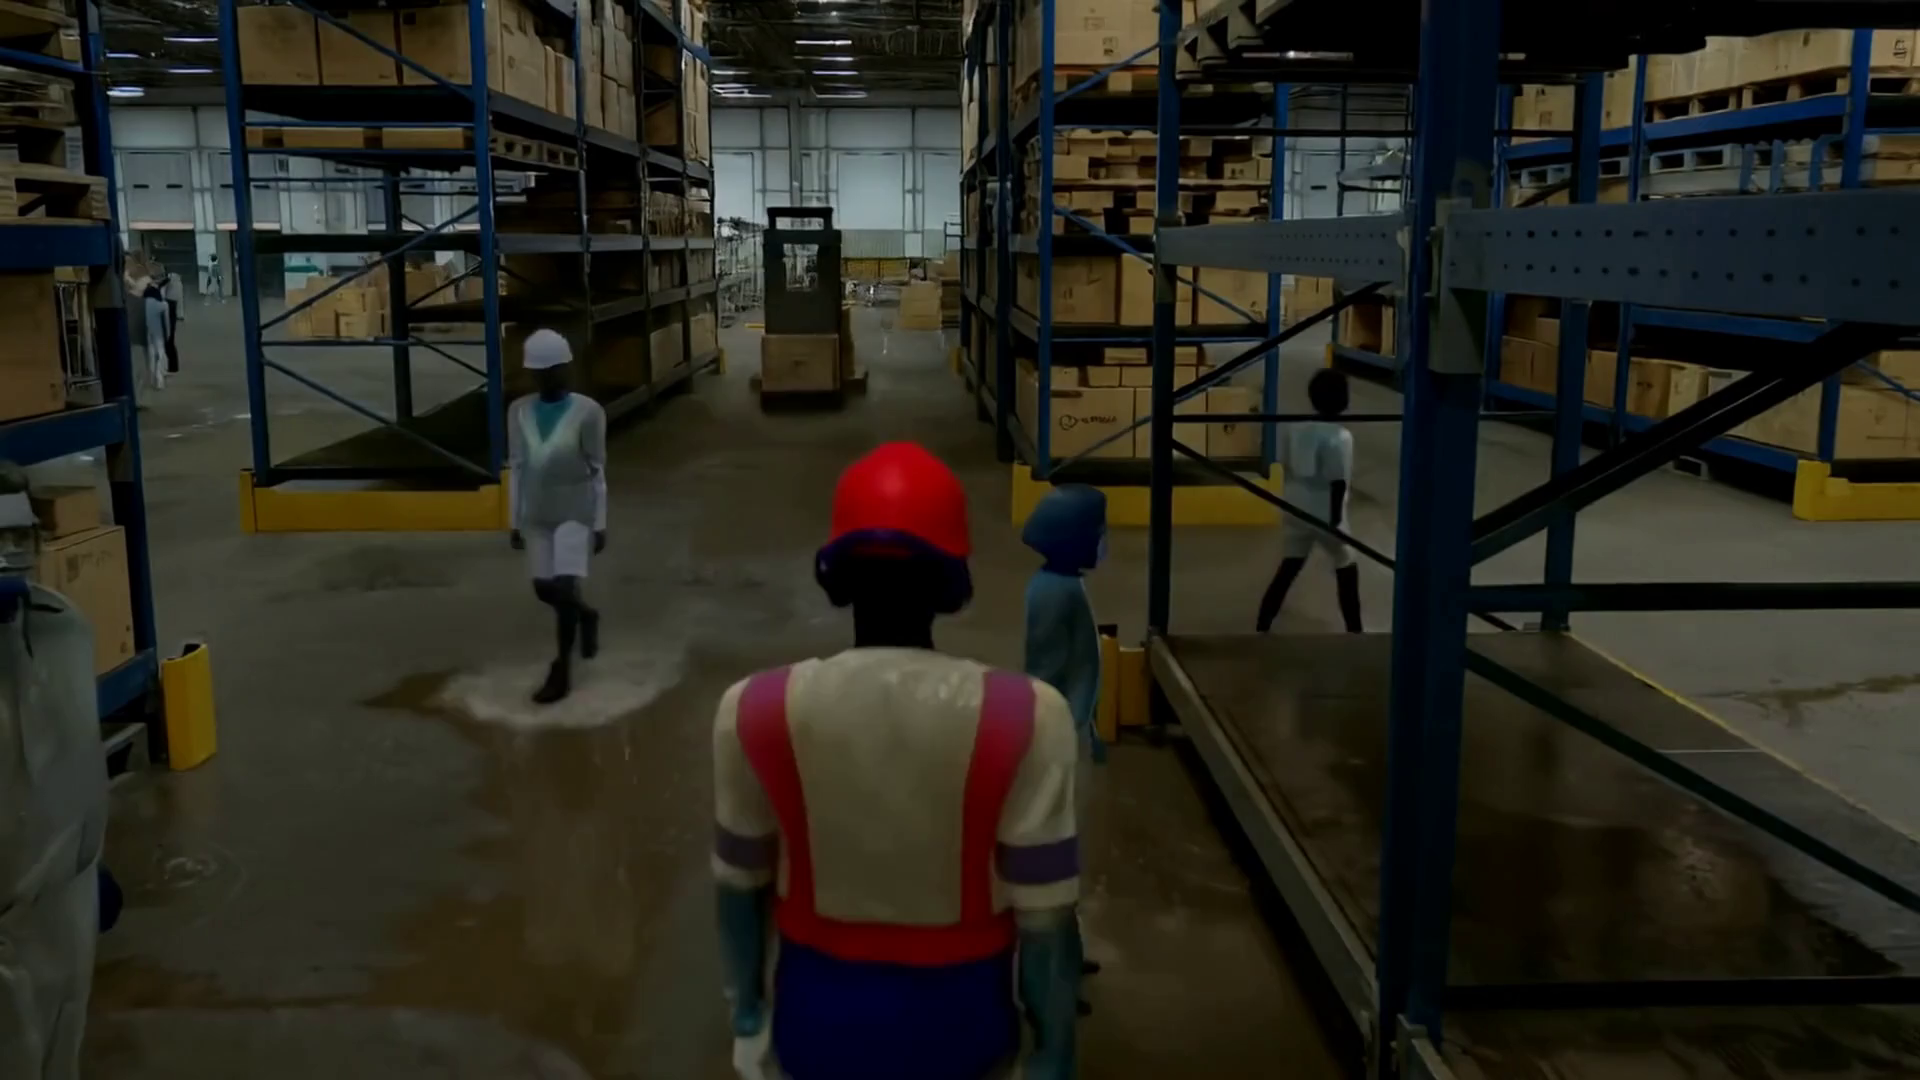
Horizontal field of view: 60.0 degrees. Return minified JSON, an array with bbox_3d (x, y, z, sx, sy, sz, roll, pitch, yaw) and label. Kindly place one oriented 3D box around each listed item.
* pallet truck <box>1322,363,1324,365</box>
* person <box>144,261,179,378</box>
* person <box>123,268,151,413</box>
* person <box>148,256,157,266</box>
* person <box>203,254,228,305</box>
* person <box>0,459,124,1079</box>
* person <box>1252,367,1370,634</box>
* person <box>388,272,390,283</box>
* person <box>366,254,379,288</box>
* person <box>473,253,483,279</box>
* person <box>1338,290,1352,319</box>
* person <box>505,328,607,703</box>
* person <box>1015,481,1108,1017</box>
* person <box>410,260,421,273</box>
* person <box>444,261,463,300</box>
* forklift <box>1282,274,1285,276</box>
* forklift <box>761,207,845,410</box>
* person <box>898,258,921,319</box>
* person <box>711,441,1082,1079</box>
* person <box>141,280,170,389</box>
[{"bbox_3d":[7.712,-4.157,30.737,1.885,1.965,0.823,3,11,16],"label":"pallet truck"},{"bbox_3d":[-13.832,-3.820,28.743,0.679,2.000,0.536,6,12,30],"label":"person"},{"bbox_3d":[-11.333,-2.697,22.620,0.400,1.989,0.623,9,13,41],"label":"person"},{"bbox_3d":[-28.439,-9.111,58.770,0.627,1.843,0.429,4,11,20],"label":"person"},{"bbox_3d":[-27.558,-9.602,61.343,0.624,1.912,0.952,8,13,38],"label":"person"},{"bbox_3d":[-2.018,0.769,3.561,0.400,1.905,0.643,1,10,8],"label":"person"},{"bbox_3d":[2.011,-0.149,9.371,0.862,1.654,0.543,-4,11,-23],"label":"person"},{"bbox_3d":[-18.733,-8.403,55.257,0.533,1.690,0.321,-9,13,-41],"label":"person"},{"bbox_3d":[-22.196,-9.849,62.808,1.002,1.880,0.595,4,11,21],"label":"person"},{"bbox_3d":[-16.739,-9.016,57.977,0.351,1.936,0.634,-10,14,-43],"label":"person"},{"bbox_3d":[7.938,-4.569,34.093,0.664,1.615,0.517,-2,10,-12],"label":"person"},{"bbox_3d":[-2.076,-0.156,8.704,0.543,1.914,0.763,2,10,12],"label":"person"},{"bbox_3d":[0.311,0.625,5.117,0.268,1.631,0.507,1,10,8],"label":"person"},{"bbox_3d":[-15.195,-6.890,46.454,0.979,1.816,0.543,-5,11,-25],"label":"person"},{"bbox_3d":[-14.107,-6.874,46.456,0.896,1.809,0.522,5,11,24],"label":"person"},{"bbox_3d":[12.240,-10.302,62.509,1.129,2.768,1.873,0,10,-2],"label":"forklift"},{"bbox_3d":[-2.227,-3.282,23.404,1.129,2.768,1.873,0,10,-2],"label":"forklift"},{"bbox_3d":[-1.427,-7.319,48.791,0.929,1.843,0.581,-1,10,-5],"label":"person"},{"bbox_3d":[-0.103,0.820,2.977,0.641,2.004,0.954,1,10,4],"label":"person"},{"bbox_3d":[-12.888,-3.273,26.541,0.522,1.741,0.363,-4,11,-23],"label":"person"}]
